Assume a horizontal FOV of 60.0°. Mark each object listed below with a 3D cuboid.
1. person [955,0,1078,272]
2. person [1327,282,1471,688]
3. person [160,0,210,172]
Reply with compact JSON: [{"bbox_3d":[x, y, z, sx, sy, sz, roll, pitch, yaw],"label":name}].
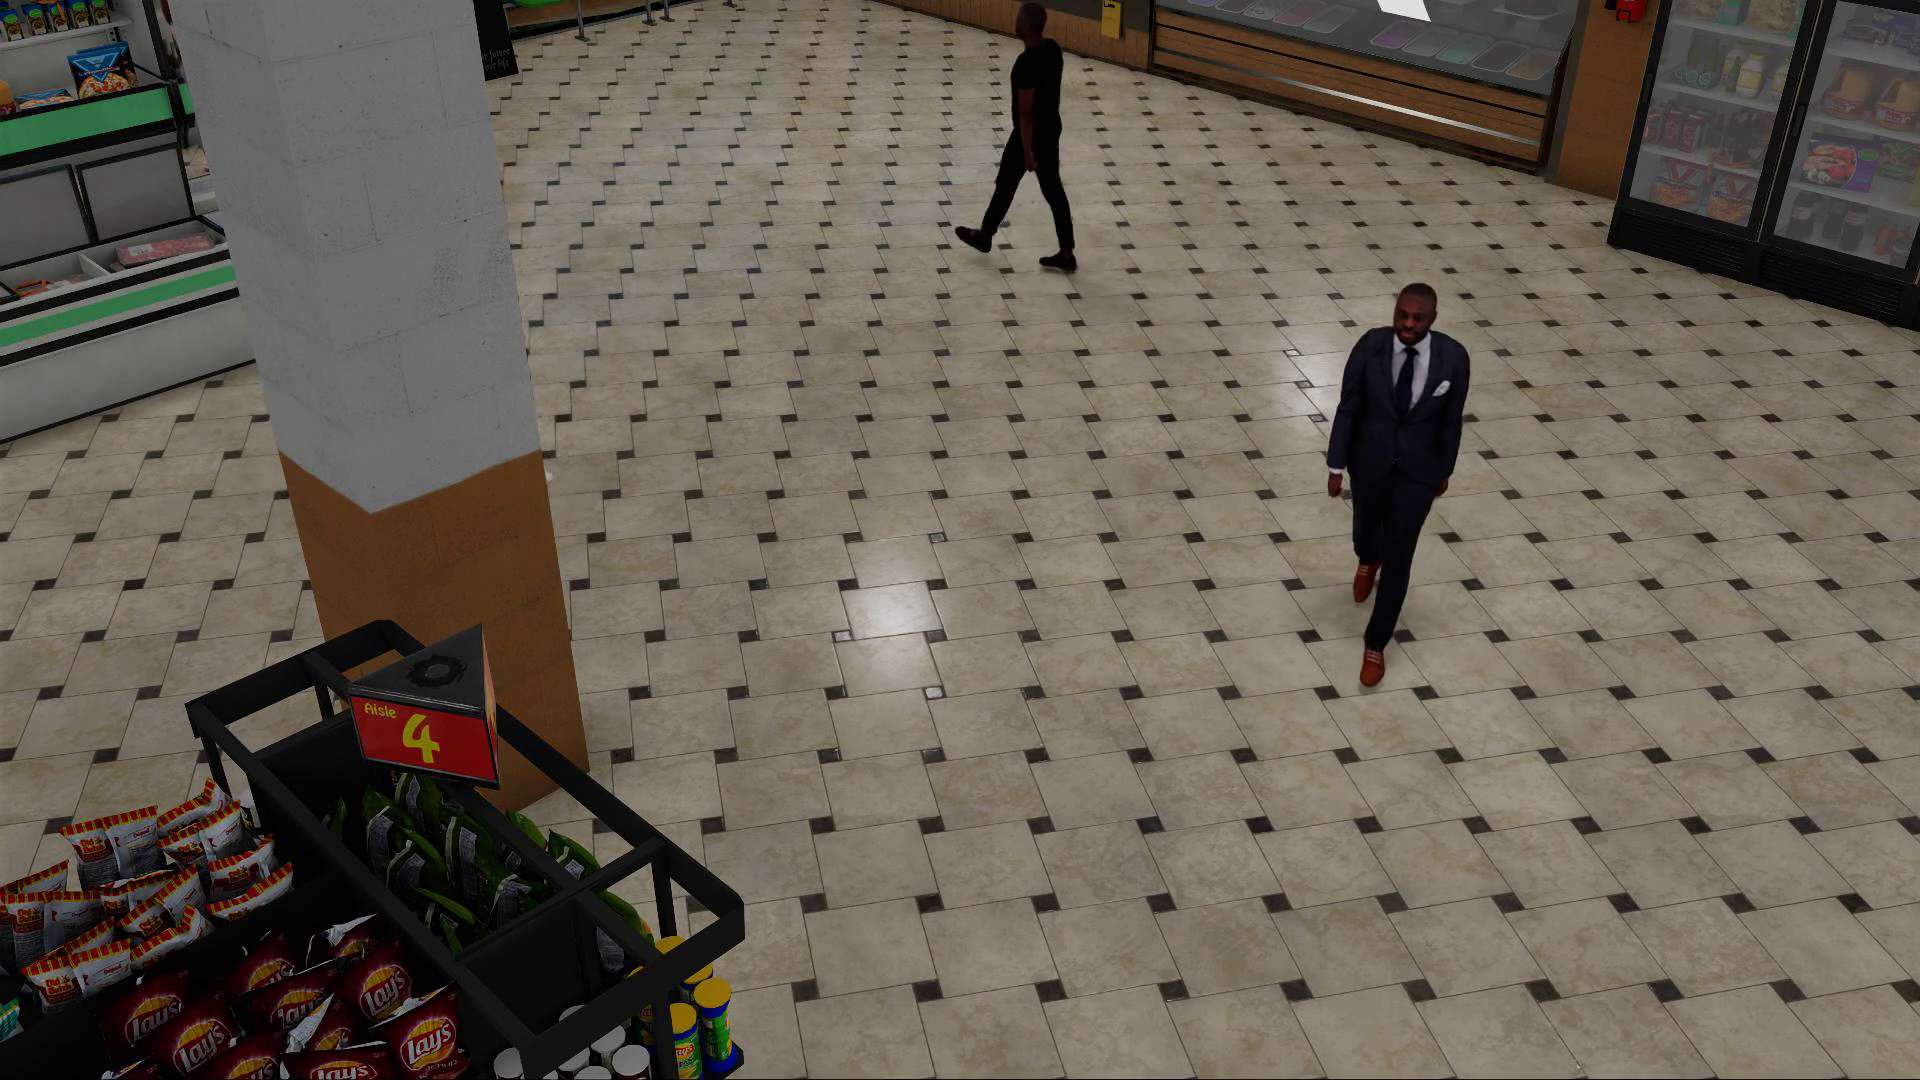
[{"bbox_3d":[0.587,-2.654,11.174,0.881,1.775,1.152,20,37,29],"label":"person"},{"bbox_3d":[1.945,-0.346,7.445,1.037,1.796,1.295,12,34,19],"label":"person"},{"bbox_3d":[-5.912,-3.658,12.943,0.584,1.610,0.569,23,38,32],"label":"person"}]
